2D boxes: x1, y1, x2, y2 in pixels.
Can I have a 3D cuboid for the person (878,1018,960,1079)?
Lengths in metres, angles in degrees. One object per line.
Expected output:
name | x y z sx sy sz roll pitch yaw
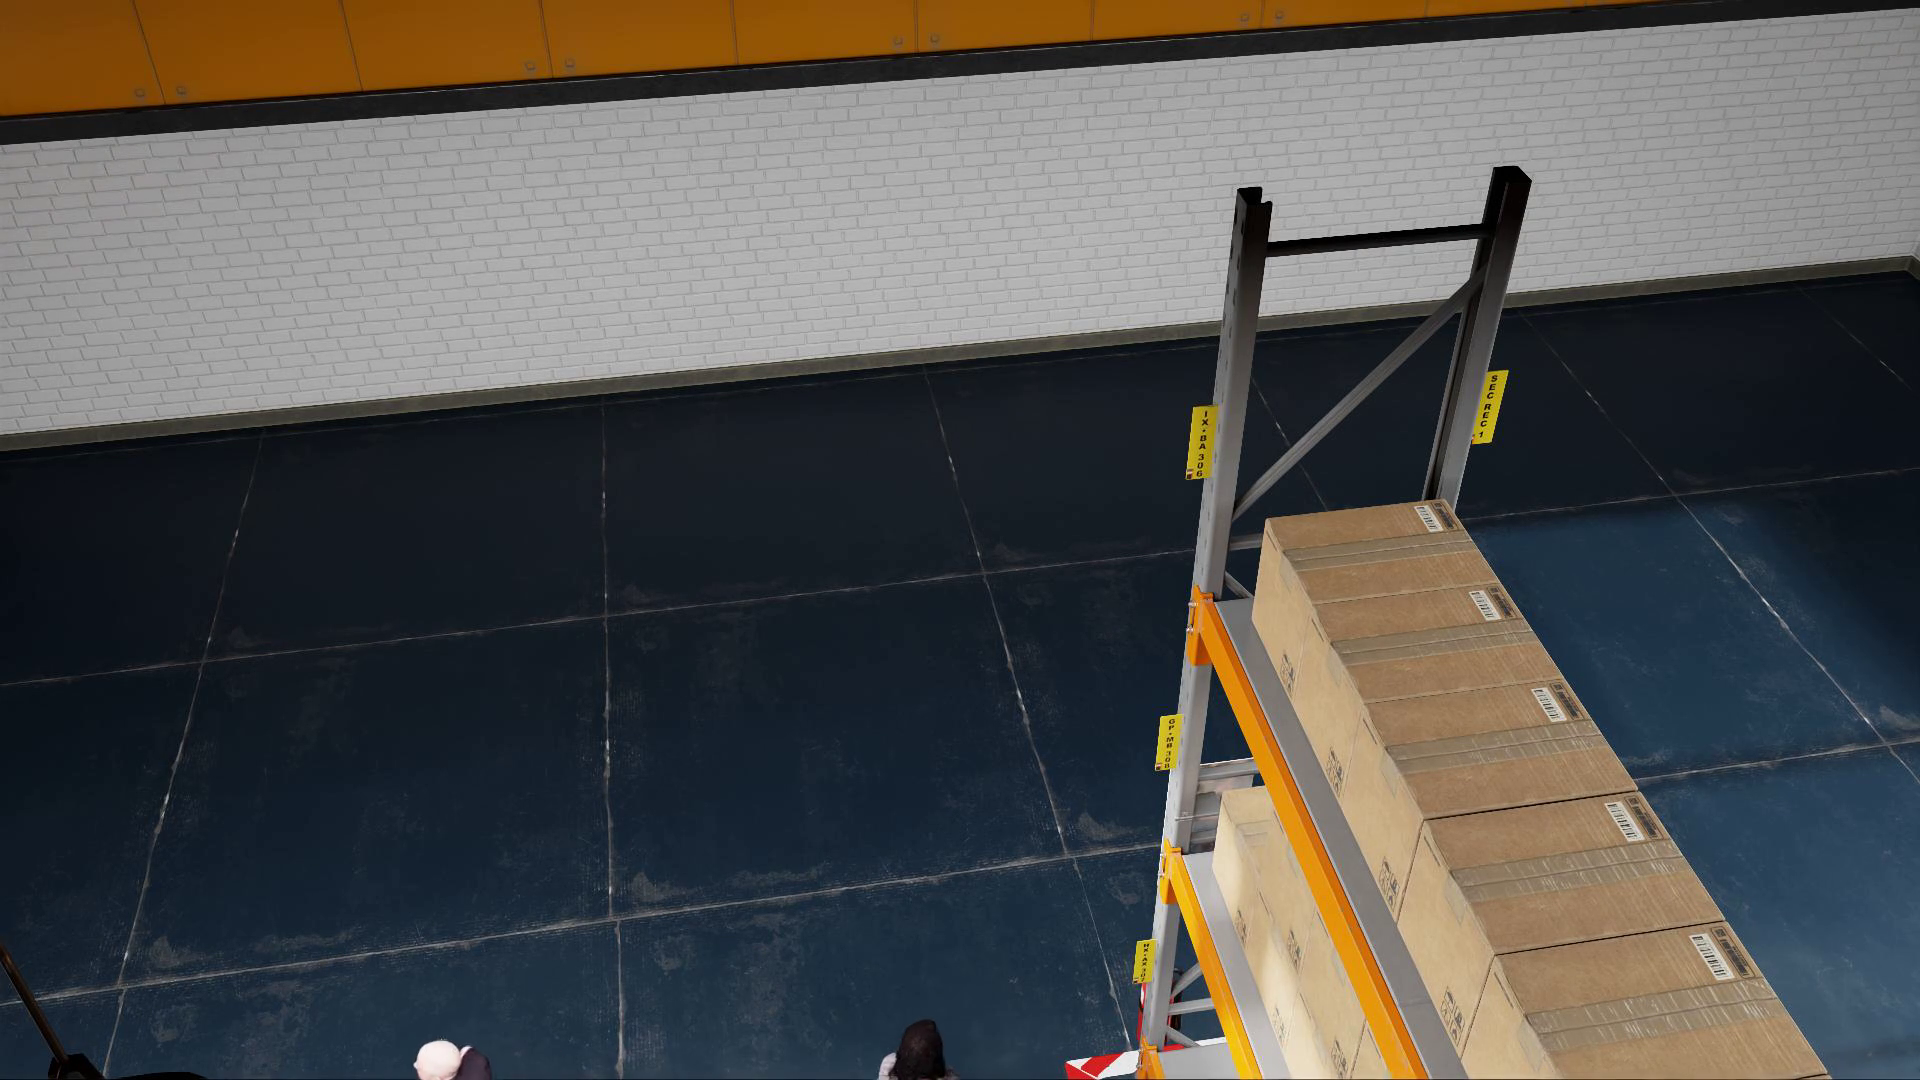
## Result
person | -0.253 3.110 8.549 1.081 1.568 1.123 25 45 28

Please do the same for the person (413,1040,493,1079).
person | -2.402 3.072 8.384 0.811 1.834 0.633 3 39 4
